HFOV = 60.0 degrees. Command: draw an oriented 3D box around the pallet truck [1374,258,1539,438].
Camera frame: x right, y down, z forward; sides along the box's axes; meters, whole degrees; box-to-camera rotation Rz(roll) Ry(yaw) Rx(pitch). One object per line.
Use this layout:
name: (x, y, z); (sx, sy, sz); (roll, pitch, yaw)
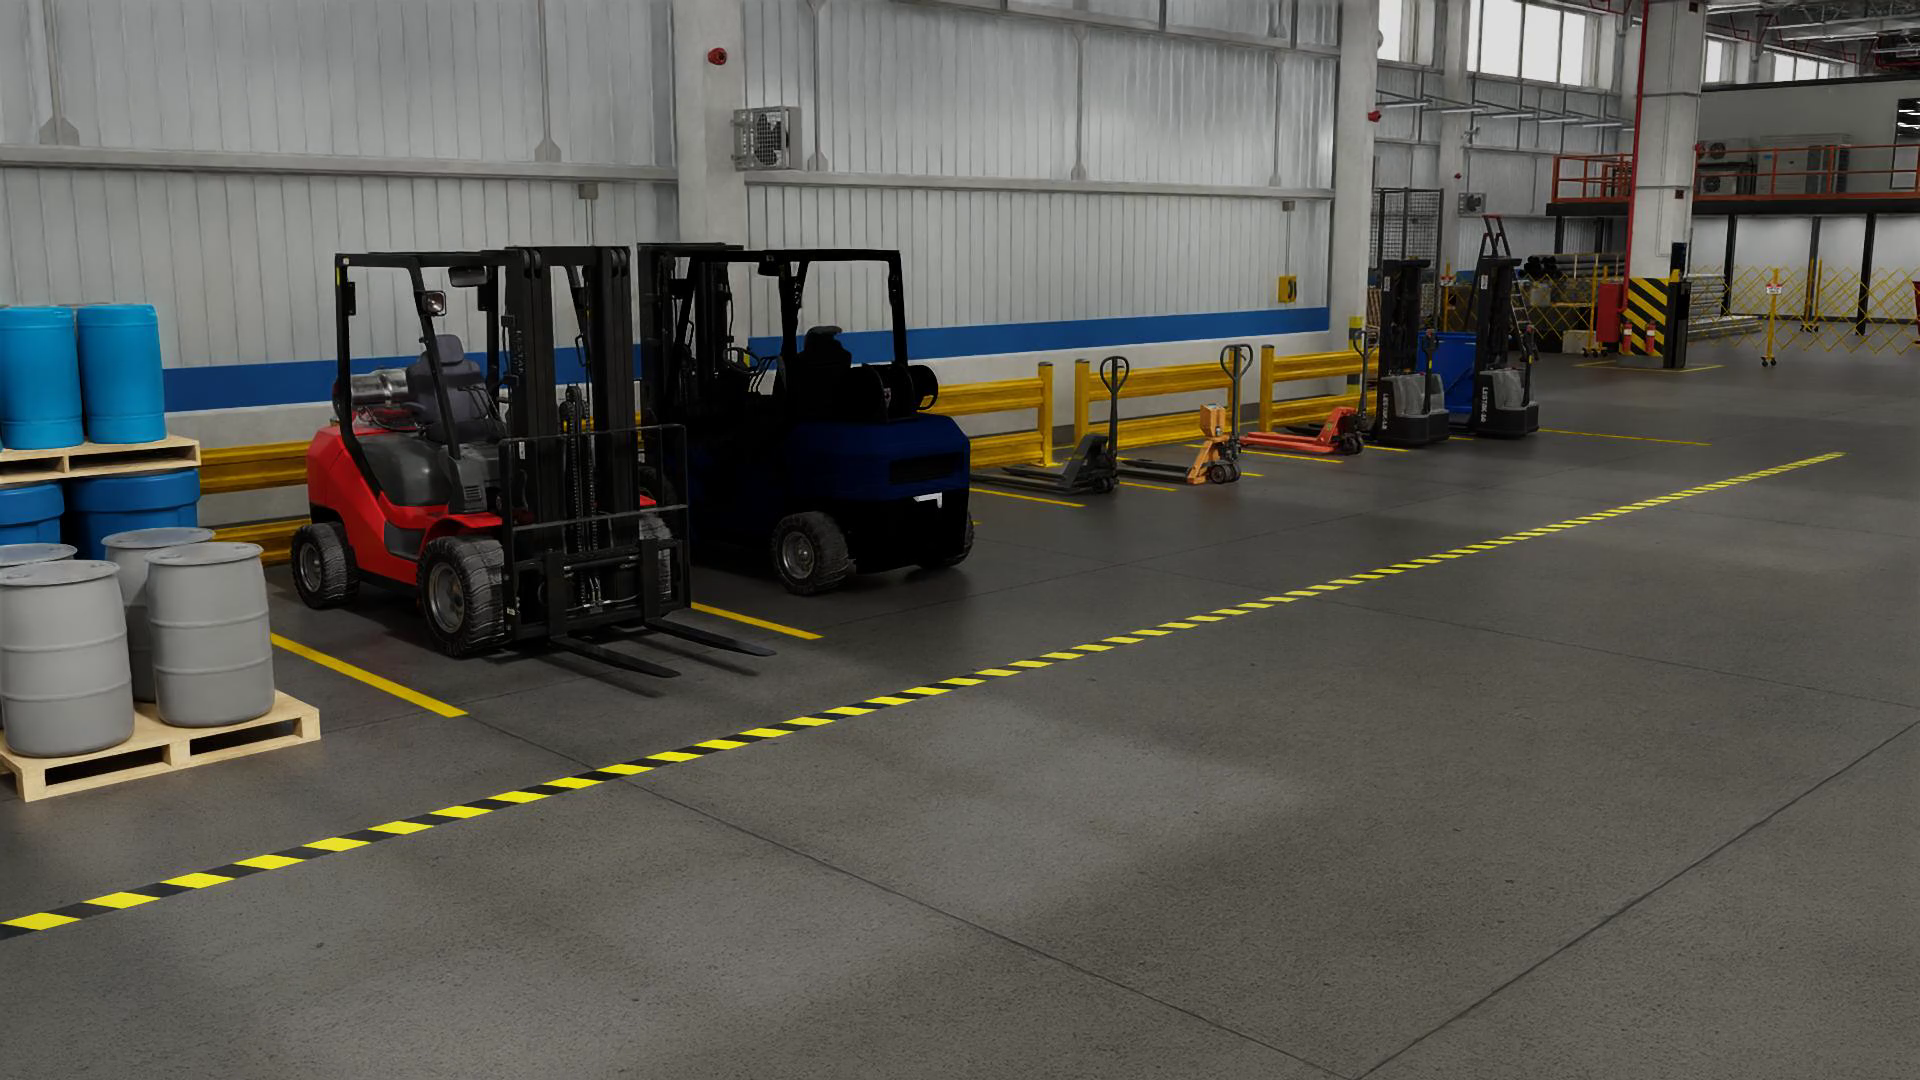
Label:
pallet truck: (5.704, -2.208, 18.901); (1.885, 1.965, 0.823); (10, 14, 43)

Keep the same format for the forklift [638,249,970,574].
forklift: (-1.173, -0.958, 11.239); (2.680, 1.987, 1.157); (10, 14, 43)

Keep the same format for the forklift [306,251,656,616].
forklift: (-2.833, -0.669, 9.694); (1.157, 1.987, 2.680); (-10, 14, -44)

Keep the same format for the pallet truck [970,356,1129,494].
pallet truck: (0.784, -1.085, 14.876); (0.680, 1.201, 1.601); (-10, 14, -44)

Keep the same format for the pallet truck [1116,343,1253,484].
pallet truck: (1.962, -1.215, 15.415); (1.522, 1.261, 0.704); (10, 14, 43)

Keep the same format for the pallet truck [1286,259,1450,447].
pallet truck: (4.493, -2.078, 18.196); (0.823, 1.965, 1.885); (-9, 14, -40)

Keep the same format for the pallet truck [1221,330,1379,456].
pallet truck: (3.563, -1.581, 17.381); (0.653, 1.274, 1.630); (-10, 14, -44)
